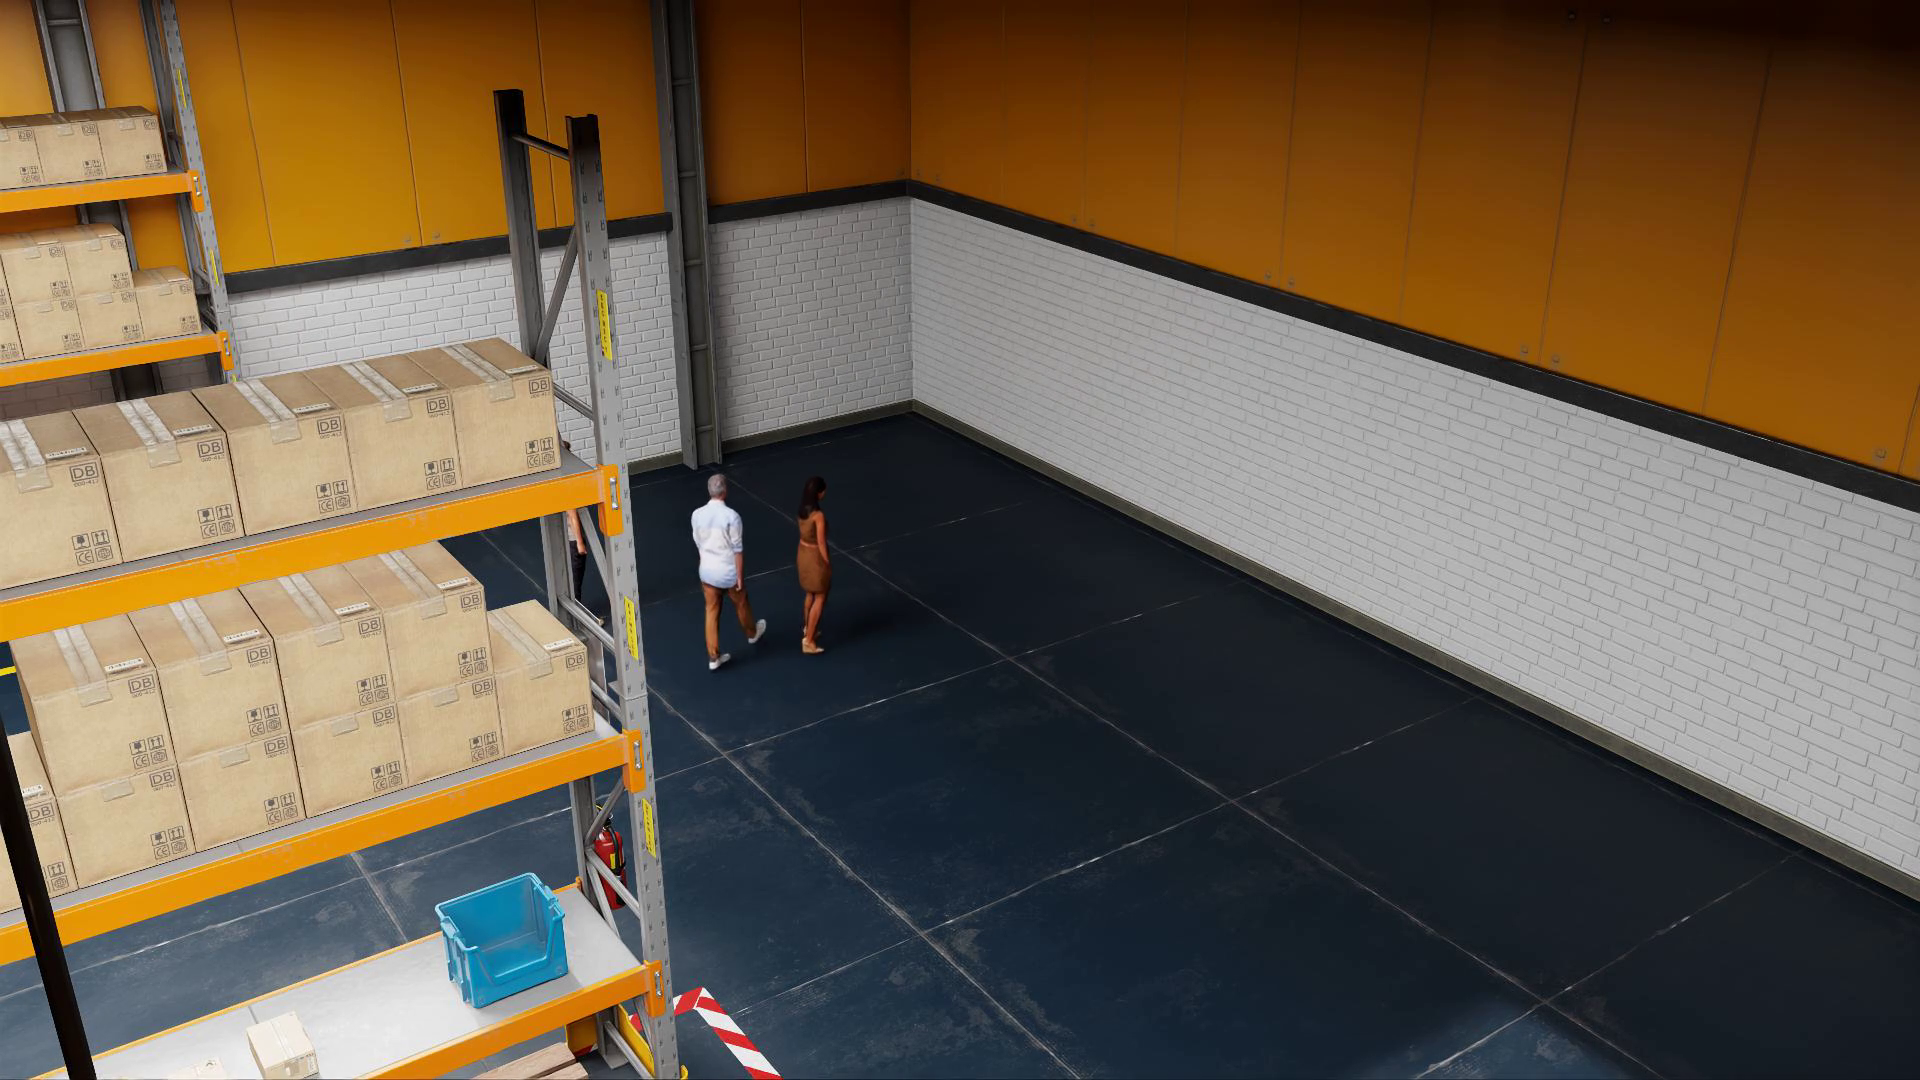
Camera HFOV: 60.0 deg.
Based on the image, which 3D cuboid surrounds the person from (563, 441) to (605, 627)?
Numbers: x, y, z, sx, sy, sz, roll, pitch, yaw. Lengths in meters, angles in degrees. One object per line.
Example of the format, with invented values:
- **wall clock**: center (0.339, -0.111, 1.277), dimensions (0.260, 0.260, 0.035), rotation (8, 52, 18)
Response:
- **person**: center (-3.732, -0.054, 15.869), dimensions (0.543, 1.896, 0.629), rotation (-15, 28, -31)

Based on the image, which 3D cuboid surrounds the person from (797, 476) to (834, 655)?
- **person**: center (-1.375, 0.222, 15.515), dimensions (0.633, 1.673, 0.696), rotation (-15, 28, -30)

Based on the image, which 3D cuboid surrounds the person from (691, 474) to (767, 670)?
- **person**: center (-2.216, 0.332, 15.126), dimensions (1.059, 1.784, 1.192), rotation (9, 25, 20)
